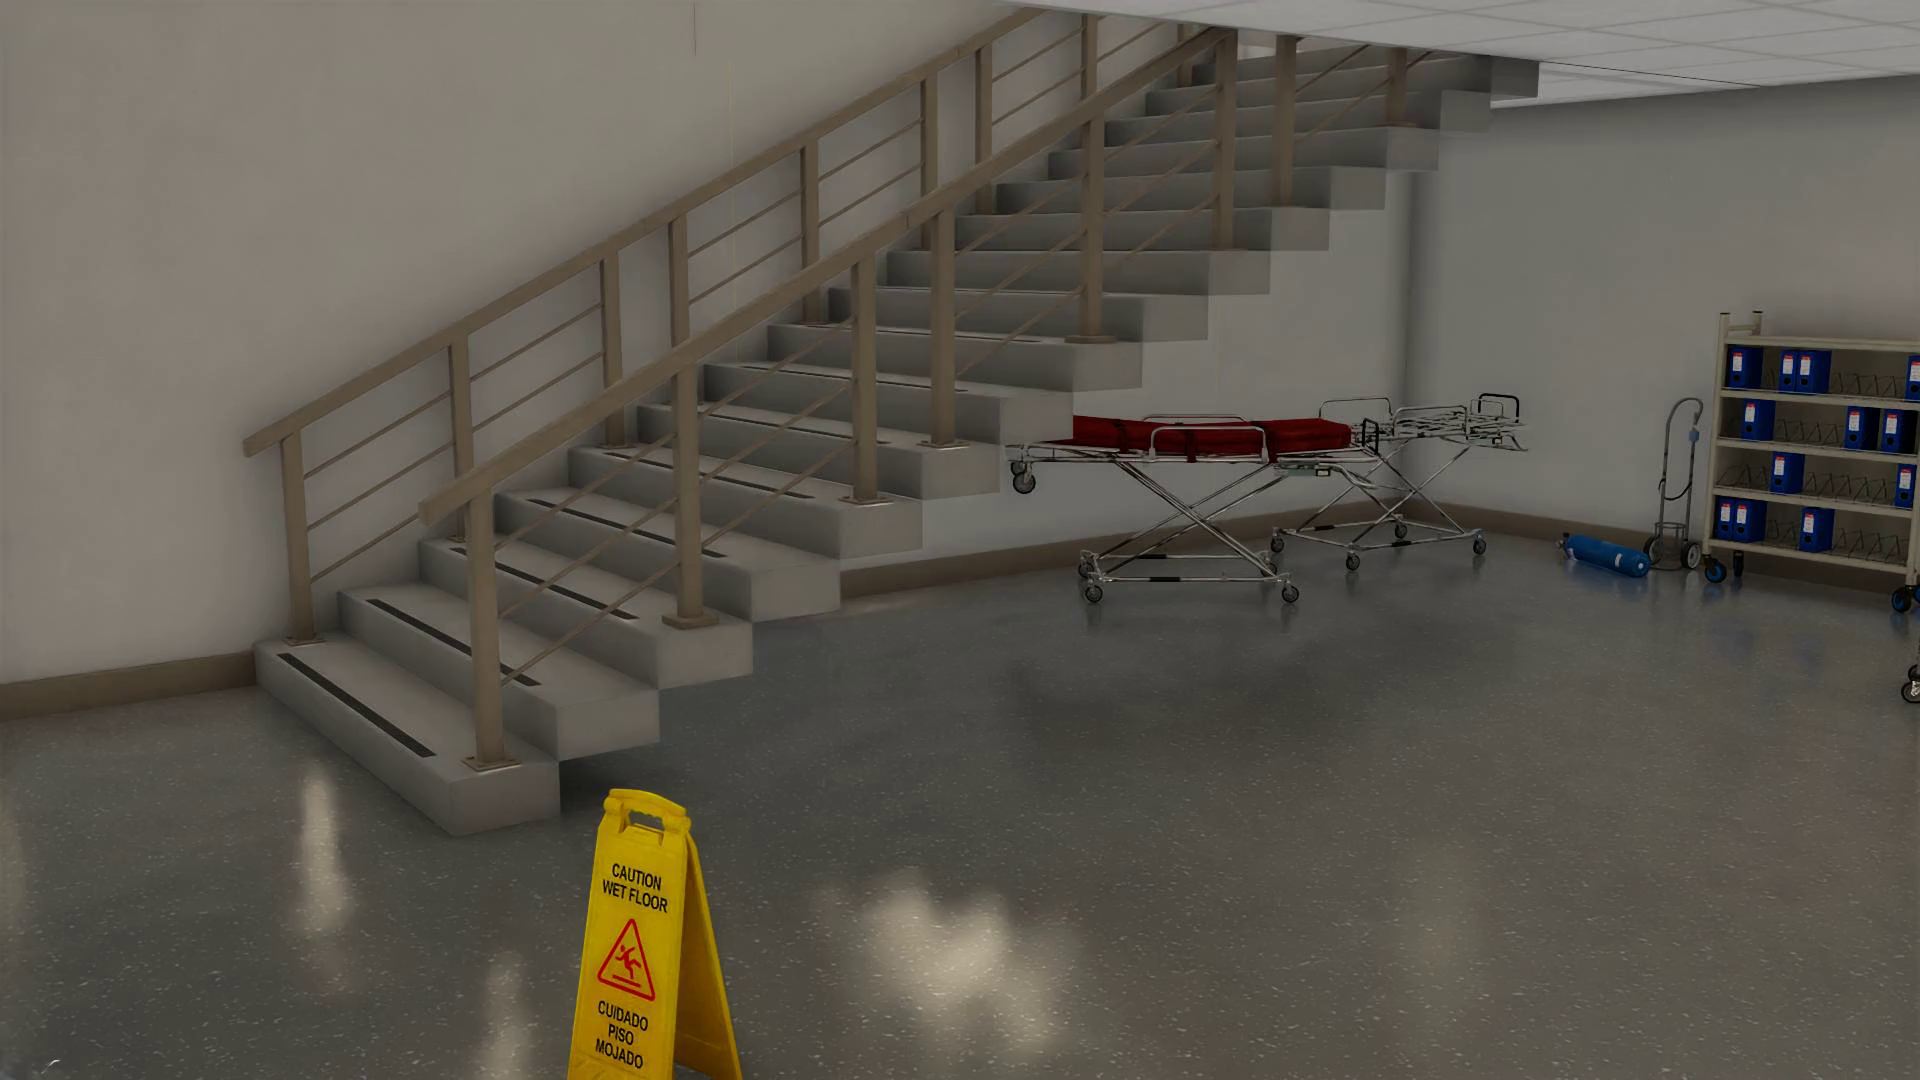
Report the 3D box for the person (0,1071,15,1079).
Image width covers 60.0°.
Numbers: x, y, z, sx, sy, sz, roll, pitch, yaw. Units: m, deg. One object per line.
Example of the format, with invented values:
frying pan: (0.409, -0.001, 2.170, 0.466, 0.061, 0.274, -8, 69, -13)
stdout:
person: (-2.283, 0.544, 3.181, 0.647, 1.907, 0.912, 9, 13, 42)
